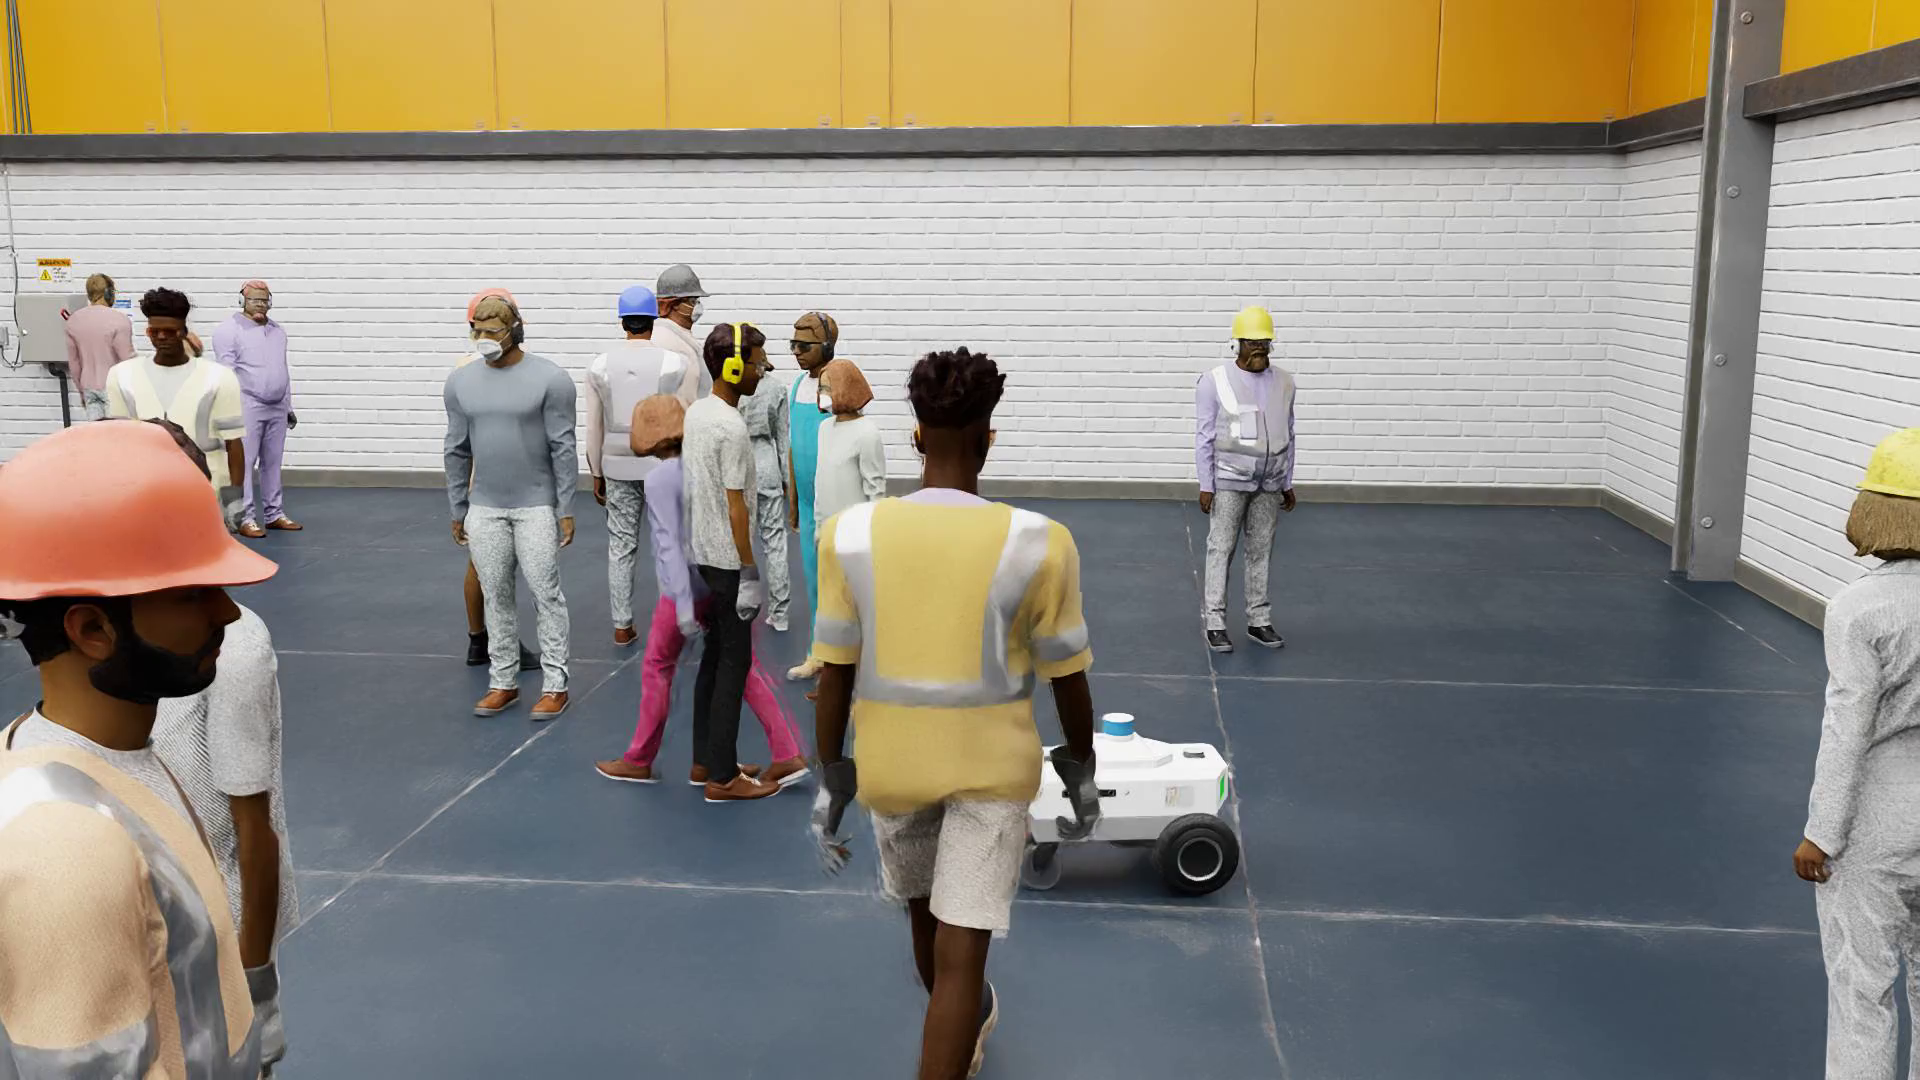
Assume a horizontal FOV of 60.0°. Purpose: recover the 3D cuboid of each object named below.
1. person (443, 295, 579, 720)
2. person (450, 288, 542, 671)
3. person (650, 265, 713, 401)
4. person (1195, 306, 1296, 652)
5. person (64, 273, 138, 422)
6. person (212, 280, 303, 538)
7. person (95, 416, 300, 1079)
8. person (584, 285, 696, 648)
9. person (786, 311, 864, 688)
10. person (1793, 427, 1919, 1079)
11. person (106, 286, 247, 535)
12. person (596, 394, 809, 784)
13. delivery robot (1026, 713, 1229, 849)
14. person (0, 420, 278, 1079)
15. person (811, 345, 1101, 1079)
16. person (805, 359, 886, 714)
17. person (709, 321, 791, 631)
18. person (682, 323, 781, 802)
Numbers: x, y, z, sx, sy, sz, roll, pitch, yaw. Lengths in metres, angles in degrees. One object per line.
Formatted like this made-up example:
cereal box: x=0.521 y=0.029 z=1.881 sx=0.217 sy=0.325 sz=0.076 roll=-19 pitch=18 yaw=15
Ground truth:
person: x=-2.038 y=-0.142 z=7.562 sx=0.635 sy=1.929 sz=0.381 roll=2 pitch=10 yaw=9
person: x=-2.335 y=-0.299 z=8.423 sx=0.551 sy=1.935 sz=0.373 roll=10 pitch=14 yaw=43
person: x=-1.621 y=-0.617 z=9.945 sx=0.536 sy=2.000 sz=0.676 roll=-1 pitch=10 yaw=-6
person: x=1.532 y=-0.323 z=8.853 sx=0.589 sy=1.833 sz=0.404 roll=-4 pitch=11 yaw=-20
person: x=-6.963 y=-1.204 z=13.596 sx=0.627 sy=1.940 sz=0.371 roll=3 pitch=10 yaw=16
person: x=-5.215 y=-0.979 z=12.420 sx=0.402 sy=1.904 sz=0.638 roll=4 pitch=11 yaw=24
person: x=-1.311 y=0.713 z=2.859 sx=0.514 sy=1.861 sz=0.321 roll=9 pitch=14 yaw=43
person: x=-1.683 y=-0.376 z=8.864 sx=0.604 sy=1.939 sz=0.416 roll=0 pitch=10 yaw=3
person: x=-0.657 y=-0.186 z=8.082 sx=0.501 sy=1.839 sz=0.347 roll=9 pitch=13 yaw=42
person: x=2.080 y=0.619 z=3.722 sx=0.492 sy=1.742 sz=0.320 roll=-3 pitch=10 yaw=-17
person: x=-3.760 y=-0.232 z=7.989 sx=0.645 sy=1.949 sz=0.465 roll=-2 pitch=10 yaw=-12
person: x=-1.016 y=0.215 z=6.531 sx=0.880 sy=1.579 sz=0.523 roll=4 pitch=11 yaw=20
delivery robot: x=0.532 y=0.831 z=5.635 sx=0.707 sy=0.478 sz=0.477 roll=-1 pitch=10 yaw=-4
person: x=-0.957 y=0.826 z=1.975 sx=0.375 sy=1.939 sz=0.546 roll=-5 pitch=11 yaw=-27
person: x=0.002 y=0.509 z=3.872 sx=0.628 sy=1.908 sz=1.019 roll=3 pitch=10 yaw=14
person: x=-0.526 y=-0.019 z=7.686 sx=0.267 sy=1.631 sz=0.509 roll=-7 pitch=12 yaw=-34
person: x=-1.172 y=-0.341 z=9.244 sx=0.486 sy=1.736 sz=0.326 roll=-6 pitch=12 yaw=-31
person: x=-0.892 y=0.093 z=6.428 sx=0.340 sy=1.856 sz=0.526 roll=-5 pitch=11 yaw=-27
